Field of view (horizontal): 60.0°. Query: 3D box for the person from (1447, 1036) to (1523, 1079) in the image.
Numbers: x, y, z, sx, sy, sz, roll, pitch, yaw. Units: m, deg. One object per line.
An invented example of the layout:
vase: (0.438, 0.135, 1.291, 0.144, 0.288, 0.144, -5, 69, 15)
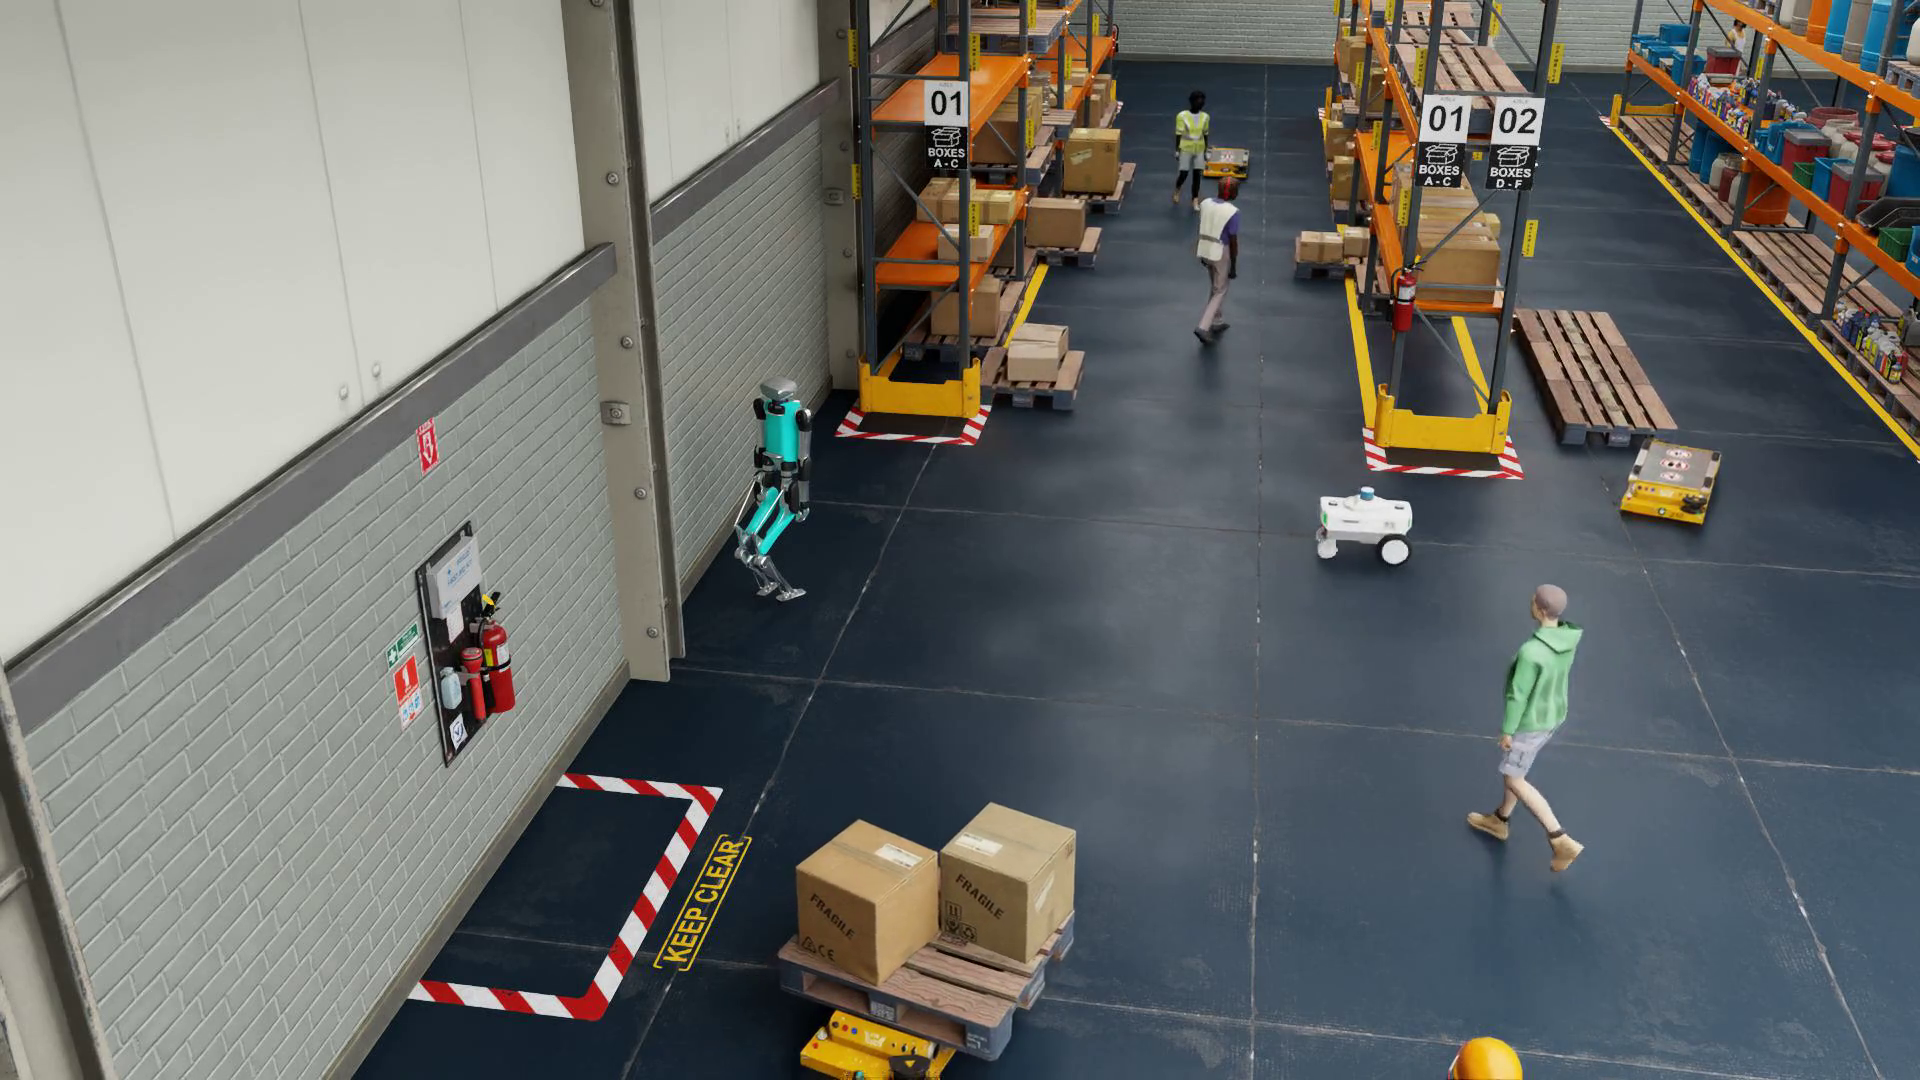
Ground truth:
person: (1.785, 2.545, 6.005, 0.574, 1.889, 0.382, 4, 25, 9)

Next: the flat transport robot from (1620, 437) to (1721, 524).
flat transport robot: (6.211, -0.529, 14.490, 0.659, 0.231, 1.431, 13, 28, 25)

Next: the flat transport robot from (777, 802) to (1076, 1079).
flat transport robot: (-0.175, 2.269, 8.500, 0.659, 0.231, 1.431, 12, 27, 23)

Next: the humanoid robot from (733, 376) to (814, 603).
humanoid robot: (-1.428, -0.317, 12.144, 0.533, 1.677, 0.735, 18, 31, 34)

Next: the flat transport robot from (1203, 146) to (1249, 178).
flat transport robot: (4.162, -5.896, 25.977, 0.659, 0.231, 1.431, 4, 25, 9)

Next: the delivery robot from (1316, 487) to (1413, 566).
delivery robot: (3.251, -0.121, 13.297, 0.813, 0.610, 0.499, 3, 25, 7)

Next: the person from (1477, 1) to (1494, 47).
person: (10.077, -9.477, 31.889, 0.454, 1.749, 0.518, -4, 25, -9)

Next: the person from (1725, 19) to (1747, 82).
person: (13.694, -8.387, 29.426, 0.530, 1.860, 0.391, -16, 29, -30)

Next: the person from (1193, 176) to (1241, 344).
person: (2.777, -3.070, 18.119, 0.825, 1.804, 0.605, -17, 30, -32)

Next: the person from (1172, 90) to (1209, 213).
person: (3.259, -5.476, 23.409, 0.554, 1.669, 0.478, -8, 26, -17)

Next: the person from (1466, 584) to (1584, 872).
person: (3.284, 1.061, 9.368, 0.474, 1.721, 0.732, -18, 31, -34)
